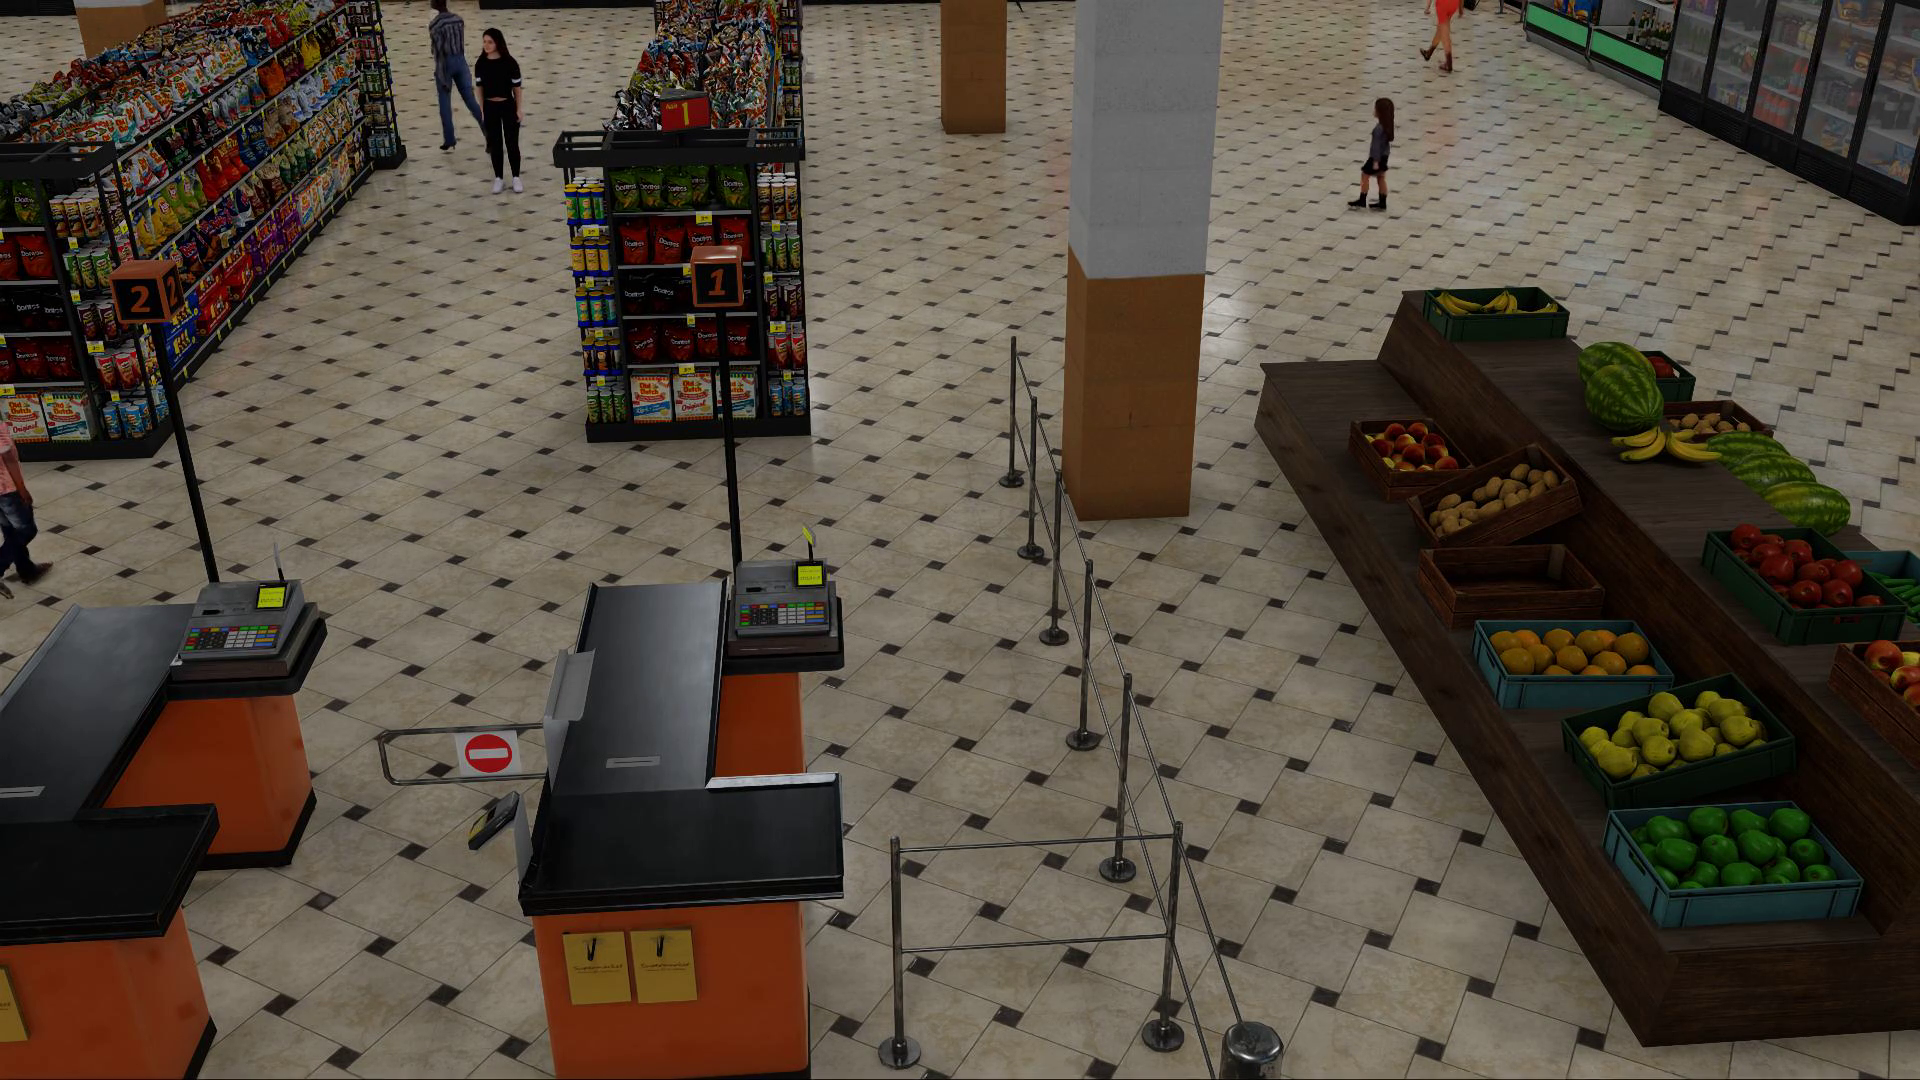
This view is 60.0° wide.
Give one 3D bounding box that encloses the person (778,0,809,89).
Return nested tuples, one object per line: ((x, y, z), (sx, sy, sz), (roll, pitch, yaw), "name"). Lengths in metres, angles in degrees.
((-2.176, -6.682, 21.310), (0.976, 1.720, 1.107), (14, 30, 26), "person")

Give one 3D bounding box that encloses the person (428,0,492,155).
((-5.398, -5.004, 17.968), (1.175, 1.749, 1.139), (20, 33, 34), "person")

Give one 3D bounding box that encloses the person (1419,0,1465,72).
((6.550, -7.111, 22.194), (0.824, 1.685, 1.120), (-10, 29, -19), "person")

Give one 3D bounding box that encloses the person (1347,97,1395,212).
((4.131, -3.743, 16.205), (0.689, 1.095, 0.641), (13, 30, 25), "person")

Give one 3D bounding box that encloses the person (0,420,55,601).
((-5.335, -0.279, 9.152), (0.690, 1.296, 0.833), (10, 28, 18), "person")

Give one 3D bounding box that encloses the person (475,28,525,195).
((-4.624, -4.329, 16.759), (0.597, 1.639, 0.571), (-3, 27, -6), "person")
